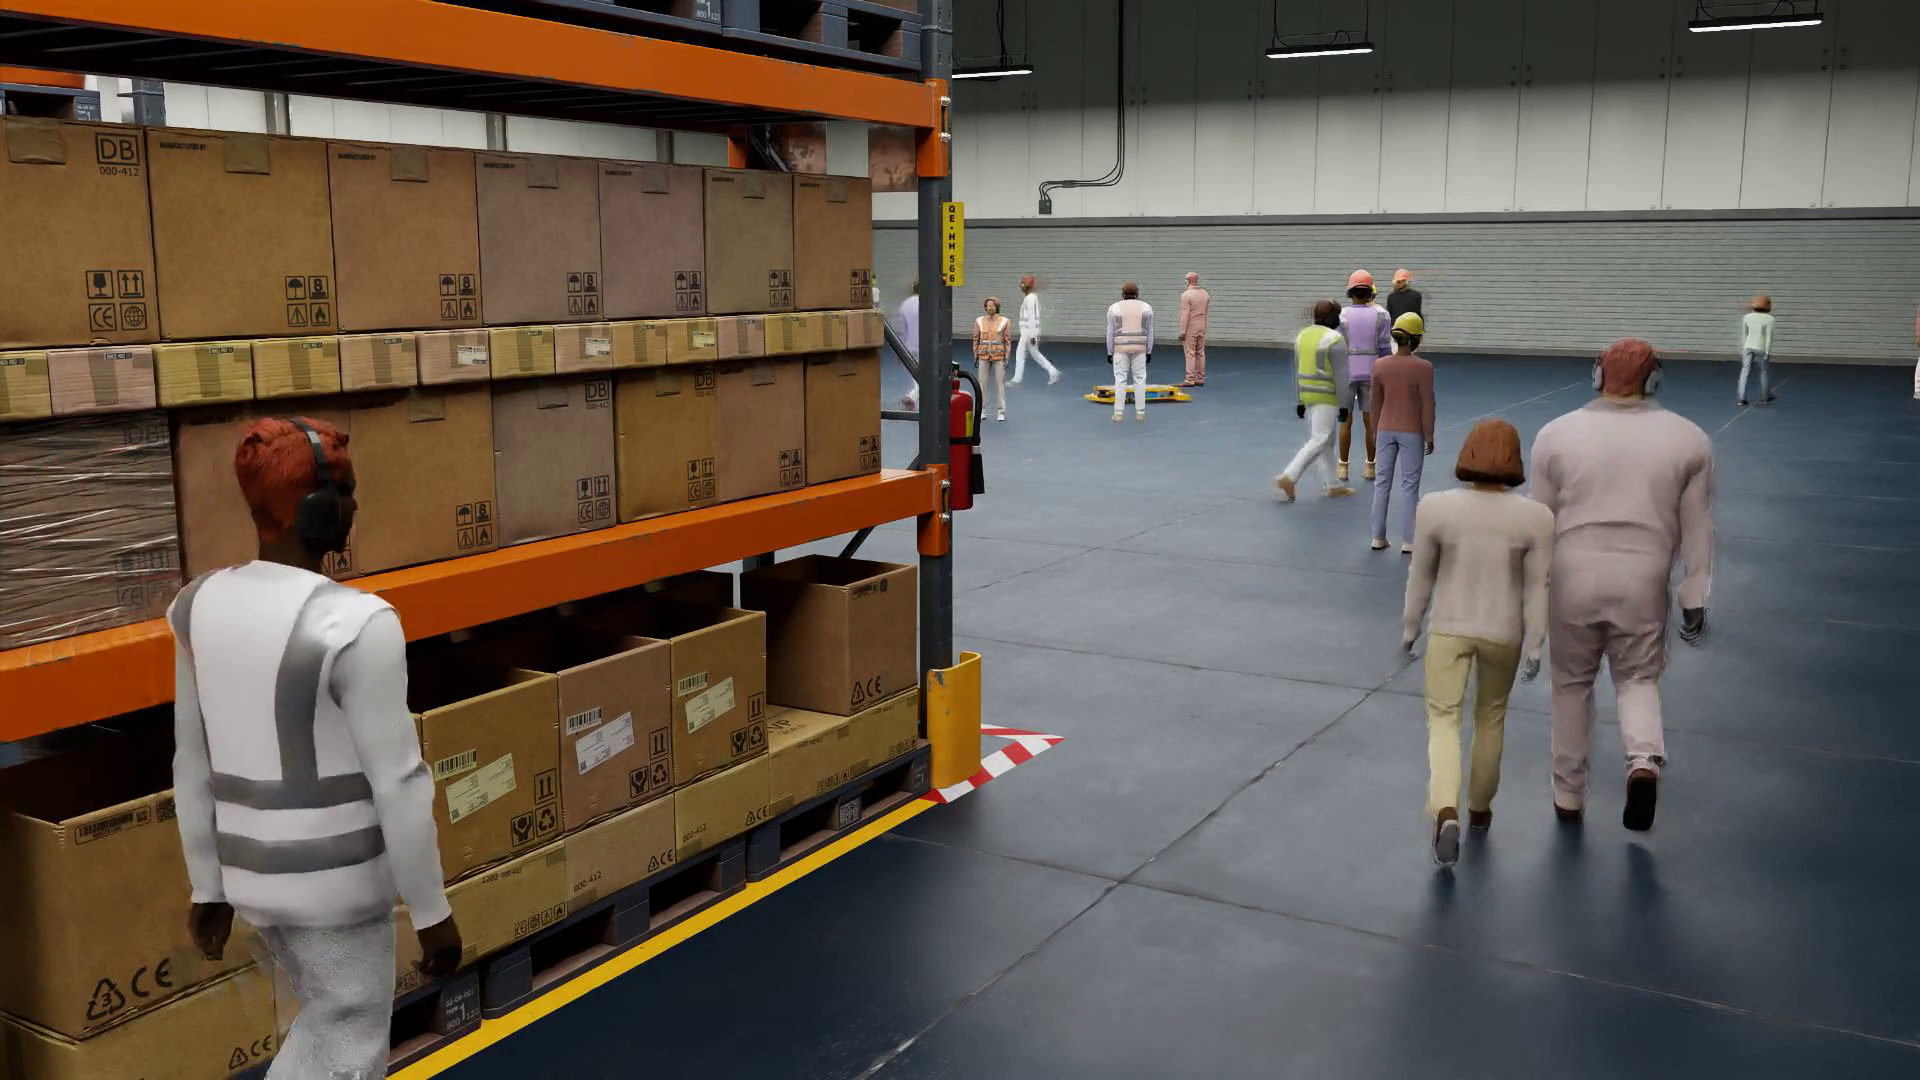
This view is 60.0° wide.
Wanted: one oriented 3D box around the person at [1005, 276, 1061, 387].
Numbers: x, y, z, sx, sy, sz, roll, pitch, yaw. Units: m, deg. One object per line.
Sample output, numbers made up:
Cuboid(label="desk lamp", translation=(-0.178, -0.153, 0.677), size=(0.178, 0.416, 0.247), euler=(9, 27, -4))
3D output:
Cuboid(label="person", translation=(1.219, -3.459, 27.664), size=(0.887, 1.858, 0.572), euler=(2, 10, 10))

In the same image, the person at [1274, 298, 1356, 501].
Cuboid(label="person", translation=(3.188, -1.244, 14.809), size=(0.879, 1.812, 0.635), euler=(-4, 10, -22))

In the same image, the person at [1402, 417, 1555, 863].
Cuboid(label="person", translation=(1.879, 0.356, 6.060), size=(0.508, 1.603, 0.776), euler=(3, 10, 15))

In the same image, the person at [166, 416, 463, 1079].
Cuboid(label="person", translation=(-1.276, 0.686, 3.314), size=(0.584, 1.867, 0.448), euler=(6, 12, 33))

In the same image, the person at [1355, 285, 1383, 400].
Cuboid(label="person", translation=(6.140, -2.972, 25.045), size=(0.327, 1.767, 0.533), euler=(-6, 12, -33))

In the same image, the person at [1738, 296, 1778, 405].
Cuboid(label="person", translation=(11.728, -2.779, 24.410), size=(0.843, 1.587, 0.515), euler=(-7, 12, -36))

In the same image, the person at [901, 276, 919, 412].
Cuboid(label="person", translation=(-0.553, -2.510, 21.900), size=(0.663, 1.919, 0.594), euler=(10, 14, 44))

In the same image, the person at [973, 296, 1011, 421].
Cuboid(label="person", translation=(0.423, -2.397, 22.033), size=(0.516, 1.645, 0.308), euler=(2, 10, 14))

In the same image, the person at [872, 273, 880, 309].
Cuboid(label="person", translation=(-1.837, -4.480, 33.654), size=(0.561, 1.847, 0.549), euler=(3, 10, 19))

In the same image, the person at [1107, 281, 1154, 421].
Cuboid(label="person", translation=(2.240, -2.489, 21.998), size=(0.625, 1.844, 0.429), euler=(-1, 10, -3))

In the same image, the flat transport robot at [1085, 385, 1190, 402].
Cuboid(label="flat transport robot", translation=(2.651, -2.199, 24.890), size=(1.431, 0.197, 0.652), euler=(-3, 10, -17))

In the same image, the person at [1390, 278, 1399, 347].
Cuboid(label="person", translation=(8.760, -4.405, 33.269), size=(0.425, 1.816, 0.627), euler=(-3, 10, -16))

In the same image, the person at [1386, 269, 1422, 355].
Cuboid(label="person", translation=(7.119, -3.380, 26.821), size=(0.642, 1.969, 0.449), euler=(9, 13, 41))

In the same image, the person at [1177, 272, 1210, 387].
Cuboid(label="person", translation=(3.862, -3.497, 27.722), size=(0.643, 1.905, 0.400), euler=(-9, 13, -42))

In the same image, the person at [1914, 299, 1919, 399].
Cuboid(label="person", translation=(14.908, -3.140, 25.366), size=(0.614, 1.990, 0.392), euler=(0, 10, 0))

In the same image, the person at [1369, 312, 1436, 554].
Cuboid(label="person", translation=(3.256, -0.783, 12.228), size=(0.312, 1.768, 0.530), euler=(-9, 13, -44))

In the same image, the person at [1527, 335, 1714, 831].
Cuboid(label="person", translation=(2.449, 0.181, 6.240), size=(0.673, 1.886, 0.544), euler=(3, 10, 16))

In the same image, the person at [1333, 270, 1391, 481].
Cuboid(label="person", translation=(3.849, -1.589, 16.133), size=(0.605, 2.044, 0.375), euler=(0, 10, 1))
